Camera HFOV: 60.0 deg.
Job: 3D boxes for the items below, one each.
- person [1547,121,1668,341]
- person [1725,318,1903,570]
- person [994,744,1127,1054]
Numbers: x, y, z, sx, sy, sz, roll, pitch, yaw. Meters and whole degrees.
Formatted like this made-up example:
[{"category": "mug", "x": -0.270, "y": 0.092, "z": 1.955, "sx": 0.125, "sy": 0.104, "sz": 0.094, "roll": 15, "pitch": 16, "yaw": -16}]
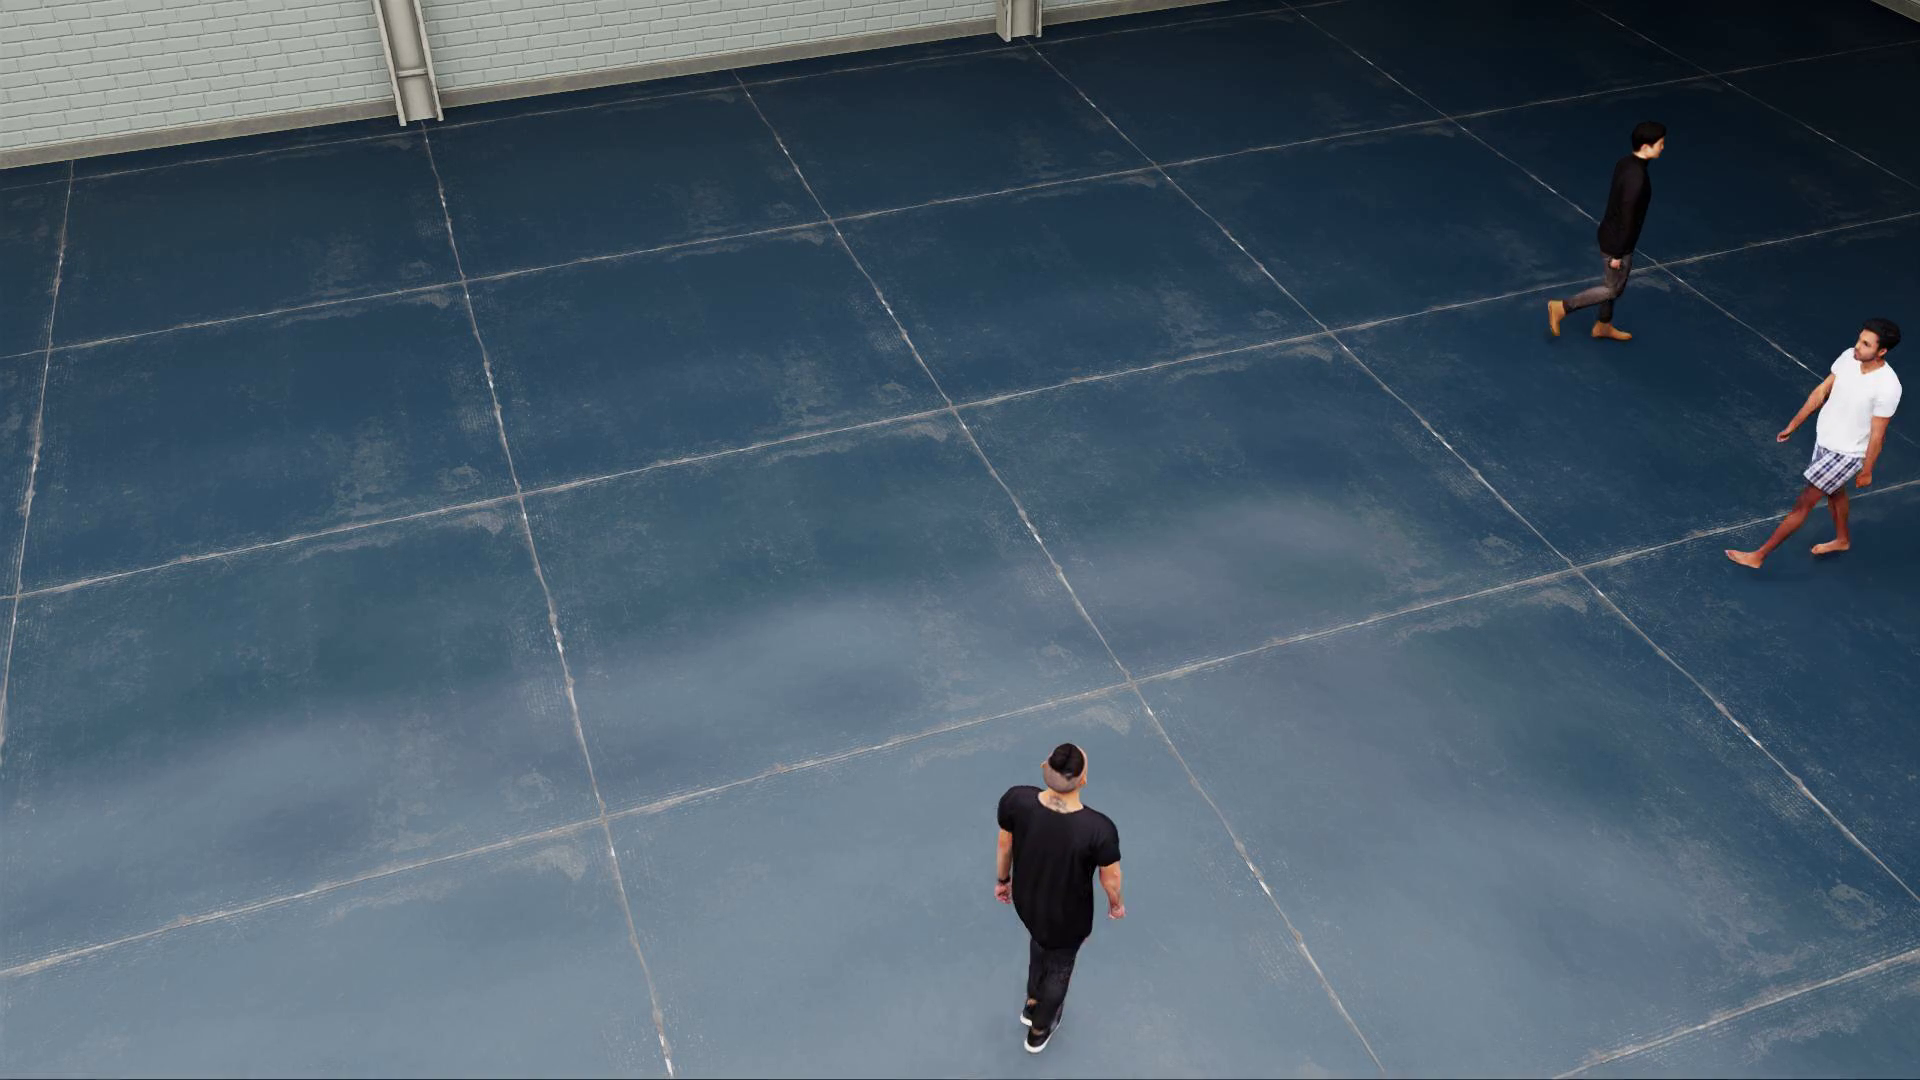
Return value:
[{"category": "person", "x": 4.630, "y": -2.166, "z": 11.844, "sx": 1.026, "sy": 1.709, "sz": 0.913, "roll": 7, "pitch": 39, "yaw": 9}, {"category": "person", "x": 5.266, "y": -0.550, "z": 9.796, "sx": 1.180, "sy": 1.686, "sz": 0.853, "roll": -3, "pitch": 38, "yaw": -3}, {"category": "person", "x": 0.365, "y": 1.543, "z": 6.986, "sx": 0.801, "sy": 1.853, "sz": 0.844, "roll": 20, "pitch": 42, "yaw": 23}]
